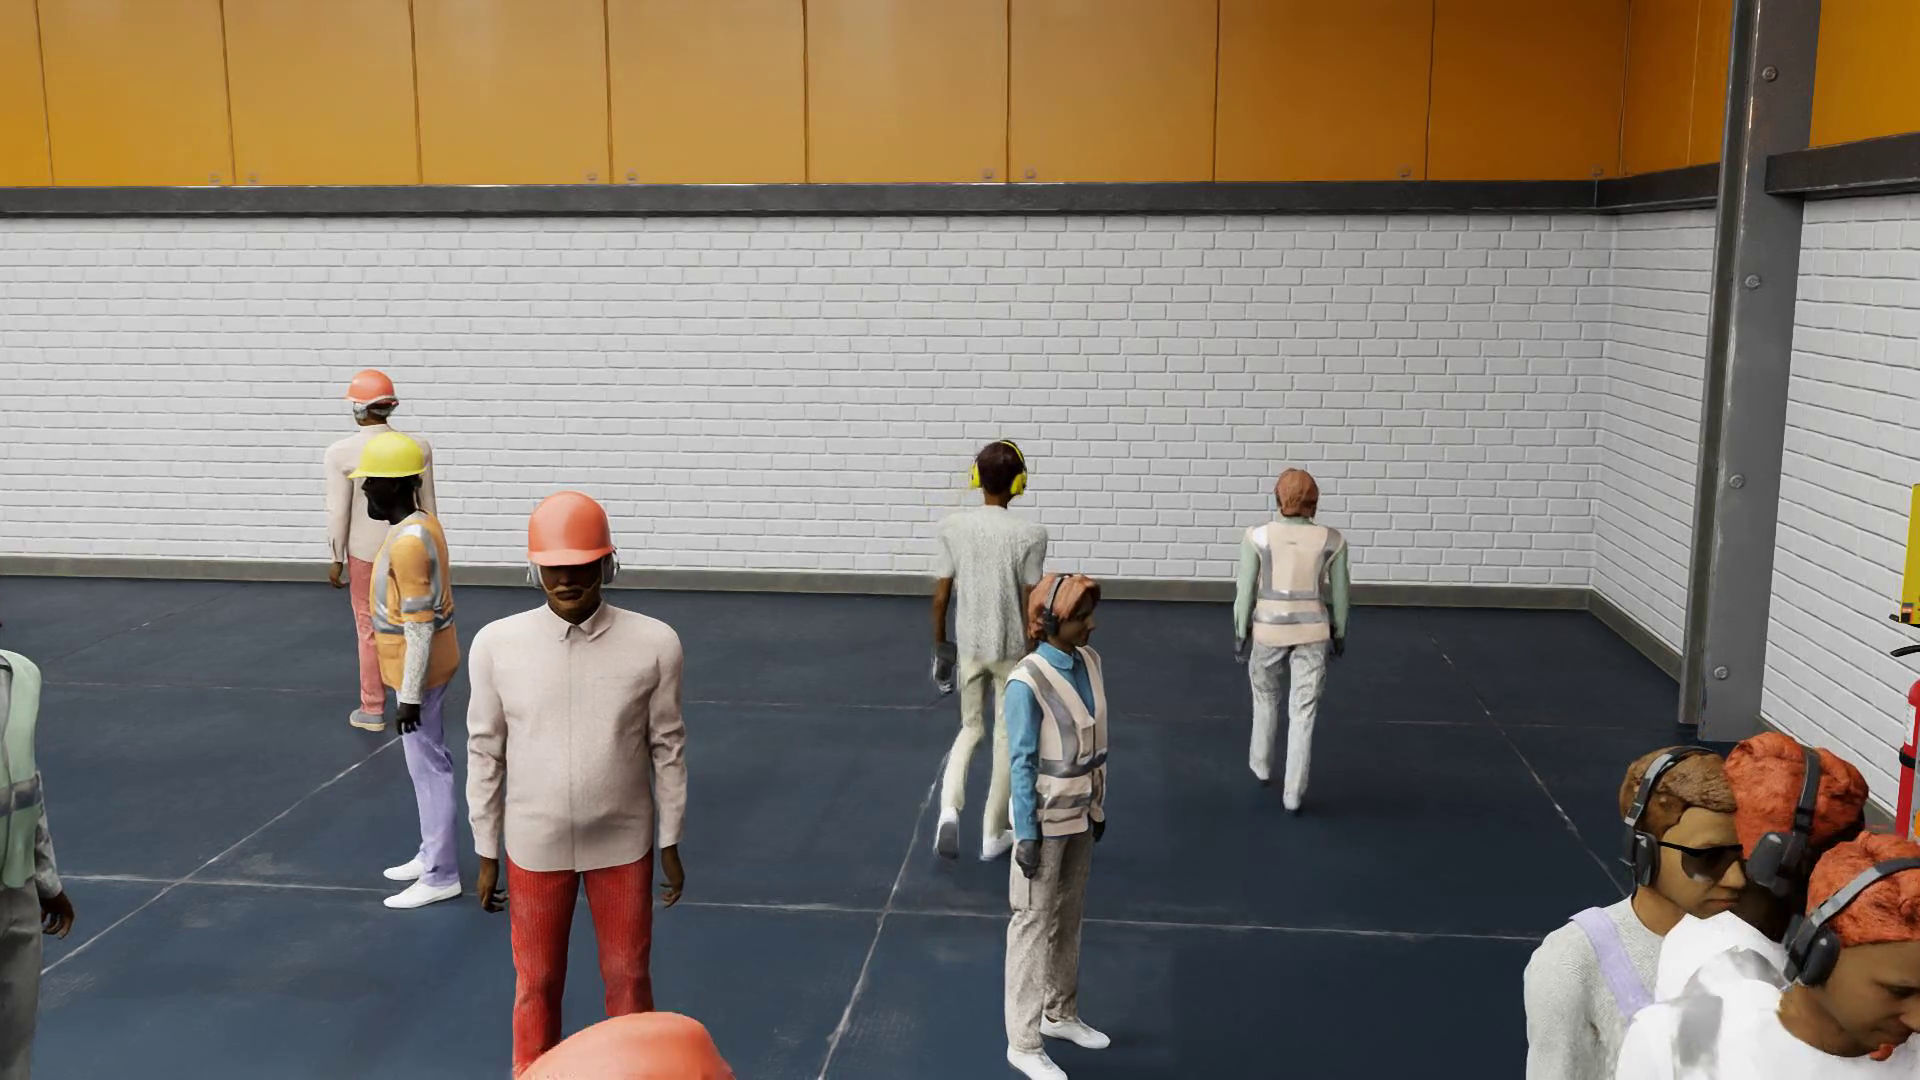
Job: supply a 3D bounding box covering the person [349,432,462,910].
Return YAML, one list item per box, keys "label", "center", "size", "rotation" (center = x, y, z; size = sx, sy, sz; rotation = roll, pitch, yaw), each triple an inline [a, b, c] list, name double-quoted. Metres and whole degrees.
- label: "person"
  center: [-2.222, 0.525, 6.729]
  size: [0.379, 1.928, 0.585]
  rotation: [-3, 10, -15]

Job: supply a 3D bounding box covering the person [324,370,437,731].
- label: "person"
  center: [-3.197, 0.056, 9.222]
  size: [0.622, 1.994, 0.380]
  rotation: [-9, 13, -41]

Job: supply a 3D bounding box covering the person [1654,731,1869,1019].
- label: "person"
  center: [1.263, 1.237, 2.776]
  size: [0.339, 1.882, 0.584]
  rotation: [2, 10, 10]

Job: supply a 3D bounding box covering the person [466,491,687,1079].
- label: "person"
  center: [-1.069, 0.849, 4.685]
  size: [0.608, 1.995, 0.377]
  rotation: [-2, 10, -13]

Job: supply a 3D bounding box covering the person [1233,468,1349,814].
- label: "person"
  center: [1.589, 0.453, 8.018]
  size: [0.547, 1.606, 0.766]
  rotation: [1, 10, 8]

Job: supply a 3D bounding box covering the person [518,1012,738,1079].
- label: "person"
  center: [-0.426, 1.430, 1.649]
  size: [0.658, 1.925, 0.598]
  rotation: [-3, 10, -15]

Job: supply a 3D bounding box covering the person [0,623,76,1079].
- label: "person"
  center: [-2.577, 0.947, 4.339]
  size: [0.392, 1.920, 0.591]
  rotation: [1, 10, 7]

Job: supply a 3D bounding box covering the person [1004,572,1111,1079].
- label: "person"
  center: [0.311, 0.910, 5.359]
  size: [0.306, 1.637, 0.523]
  rotation: [6, 12, 31]

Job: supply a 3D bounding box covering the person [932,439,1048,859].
- label: "person"
  center: [0.123, 0.499, 7.108]
  size: [0.495, 1.850, 0.553]
  rotation: [4, 11, 20]

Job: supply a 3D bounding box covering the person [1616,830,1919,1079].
- label: "person"
  center: [1.277, 1.293, 2.617]
  size: [0.601, 1.841, 0.938]
  rotation: [2, 10, 12]

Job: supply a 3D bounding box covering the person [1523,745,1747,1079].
- label: "person"
  center: [1.179, 1.244, 2.847]
  size: [0.508, 1.846, 0.345]
  rotation: [-5, 11, -24]
